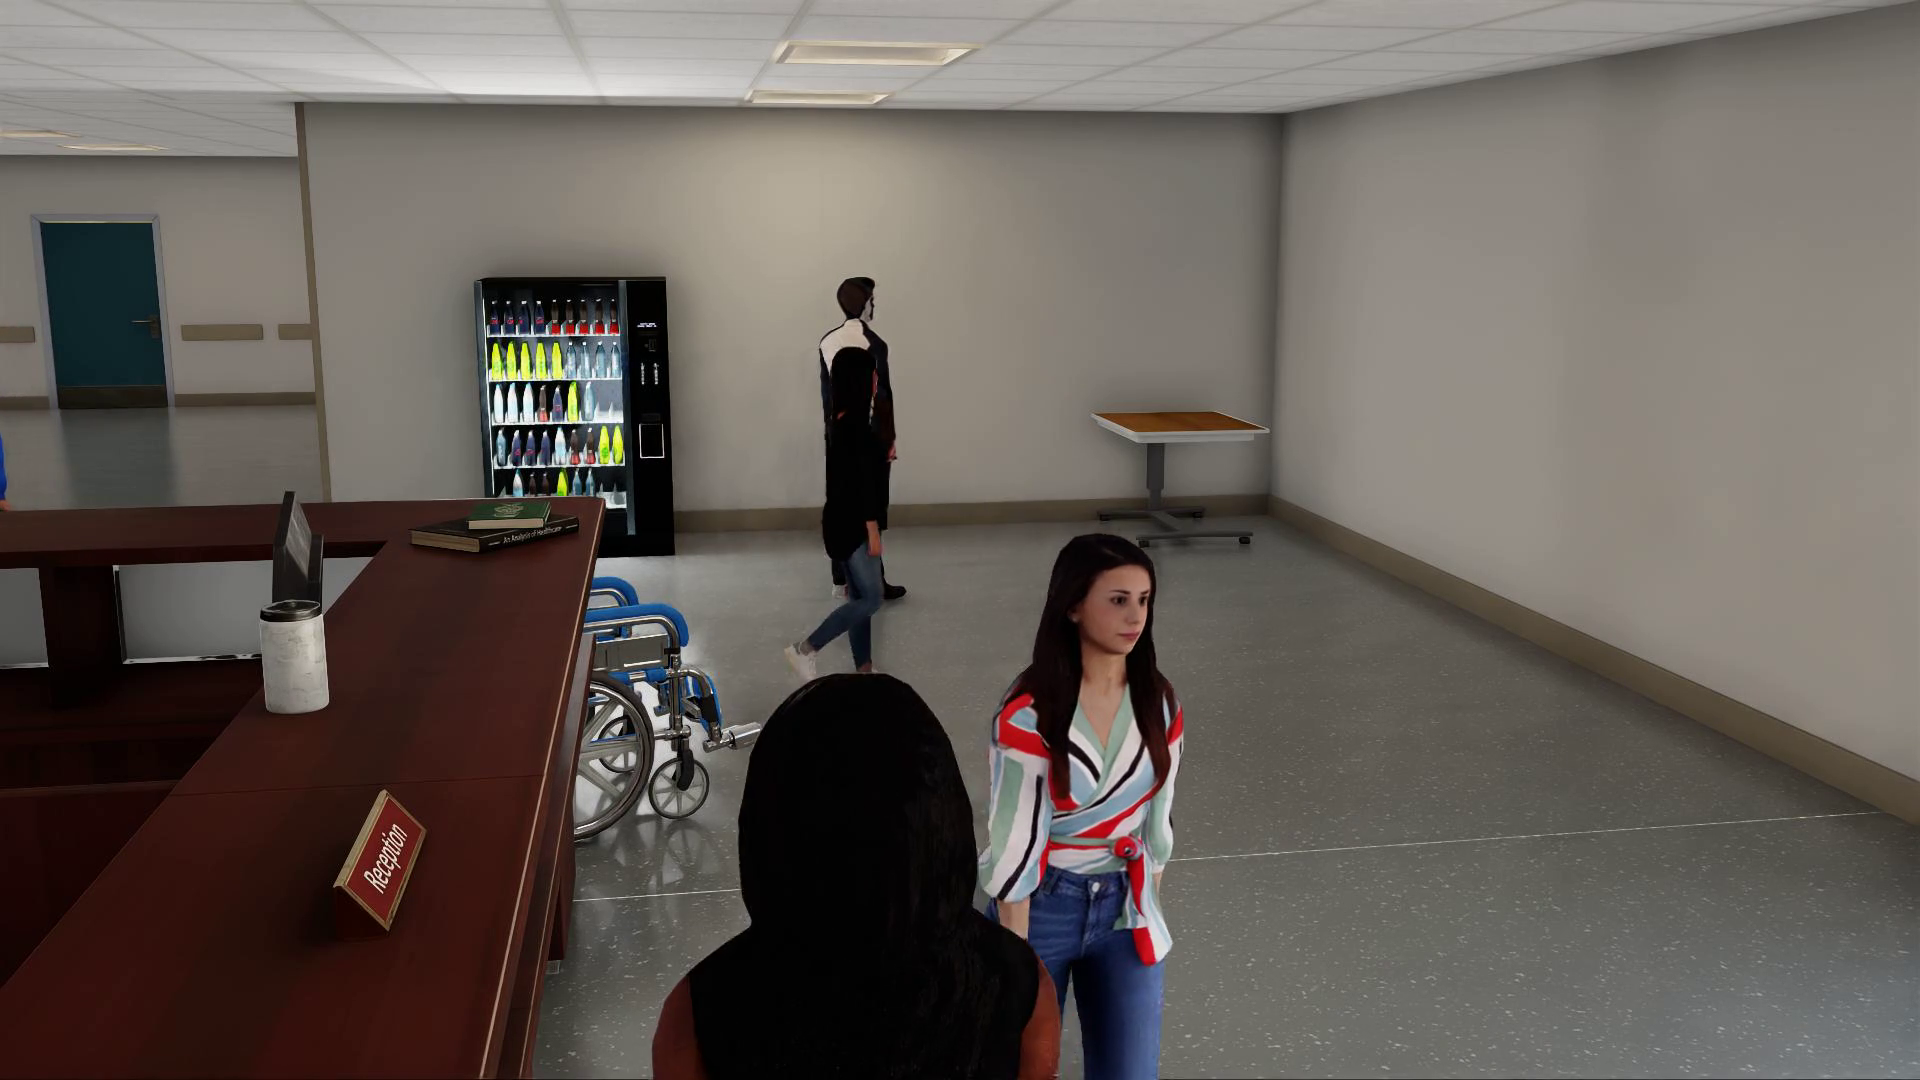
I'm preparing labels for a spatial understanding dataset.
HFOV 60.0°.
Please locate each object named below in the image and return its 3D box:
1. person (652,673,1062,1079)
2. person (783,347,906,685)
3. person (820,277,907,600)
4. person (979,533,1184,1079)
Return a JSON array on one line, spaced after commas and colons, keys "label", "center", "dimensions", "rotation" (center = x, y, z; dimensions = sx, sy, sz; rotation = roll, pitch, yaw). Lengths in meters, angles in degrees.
[{"label": "person", "center": [-0.072, 1.016, 1.735], "dimensions": [0.646, 1.729, 0.652], "rotation": [-2, 11, -11]}, {"label": "person", "center": [-0.549, -0.057, 7.636], "dimensions": [0.889, 1.637, 0.676], "rotation": [-4, 12, -22]}, {"label": "person", "center": [-0.597, -0.598, 9.799], "dimensions": [0.776, 1.893, 0.813], "rotation": [9, 14, 40]}, {"label": "person", "center": [0.194, 0.786, 3.403], "dimensions": [1.060, 1.558, 0.700], "rotation": [-3, 11, -13]}]
